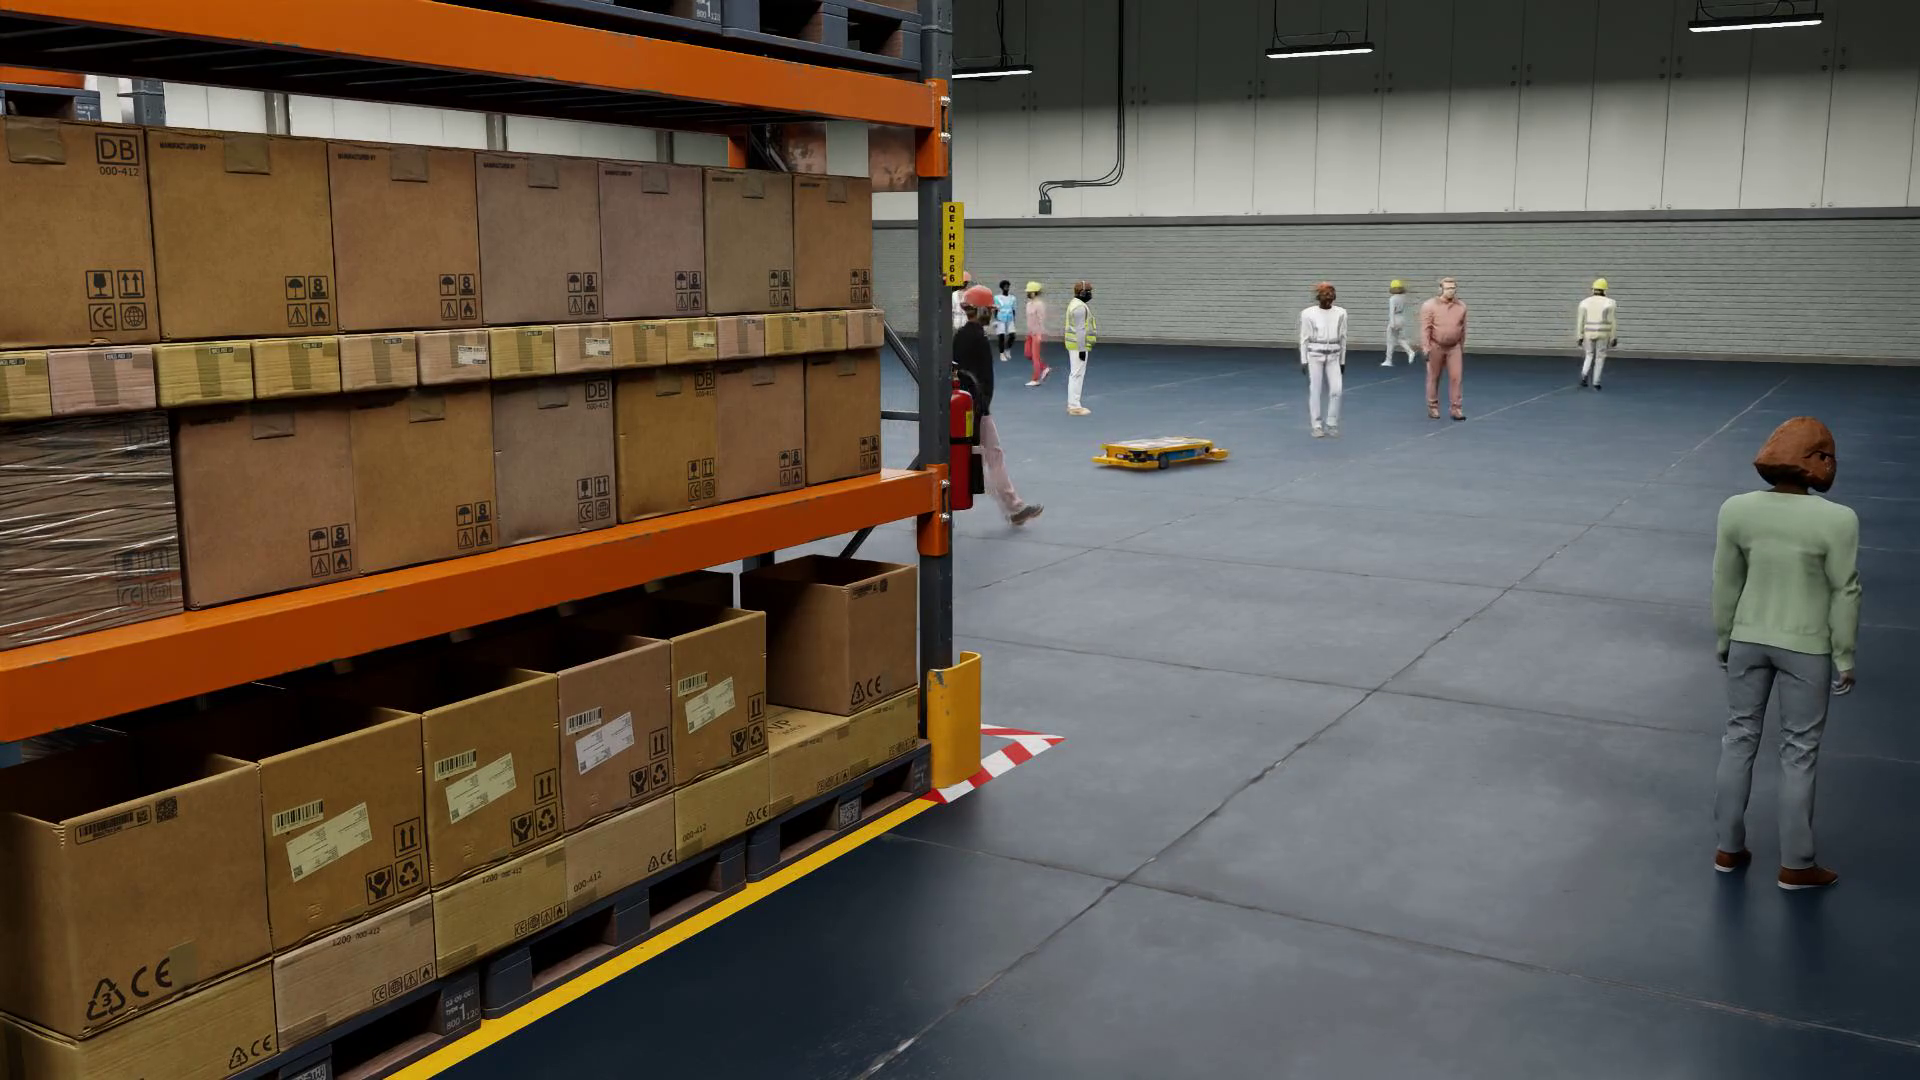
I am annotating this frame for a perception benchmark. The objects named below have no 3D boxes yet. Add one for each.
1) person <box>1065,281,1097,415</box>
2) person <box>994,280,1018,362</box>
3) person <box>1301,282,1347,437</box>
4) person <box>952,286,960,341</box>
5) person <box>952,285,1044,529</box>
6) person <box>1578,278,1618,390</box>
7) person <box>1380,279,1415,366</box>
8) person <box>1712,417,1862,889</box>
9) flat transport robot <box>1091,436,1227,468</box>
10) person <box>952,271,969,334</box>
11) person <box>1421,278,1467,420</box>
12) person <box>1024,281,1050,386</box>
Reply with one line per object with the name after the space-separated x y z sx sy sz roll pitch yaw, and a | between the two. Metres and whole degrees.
1.661 -2.634 22.896 0.430 1.836 0.629 0 10 0 | person
0.930 -4.516 34.330 0.538 1.684 0.369 -4 10 -21 | person
4.370 -2.146 19.907 0.591 1.869 0.544 -1 10 -4 | person
-0.058 -3.950 30.967 0.533 1.697 0.319 3 10 17 | person
0.130 -1.042 13.230 1.081 1.933 0.634 -4 11 -23 | person
10.383 -3.338 27.038 0.596 1.818 0.422 8 13 41 | person
8.675 -4.298 32.910 0.492 1.725 0.641 -7 12 -34 | person
2.853 0.386 5.769 0.279 1.633 0.499 -7 12 -36 | person
2.101 -0.928 17.446 1.431 0.197 0.652 -9 13 -42 | flat transport robot
0.035 -3.725 28.995 0.580 1.917 0.607 5 11 26 | person
6.462 -2.522 22.097 0.650 1.875 0.863 0 10 -3 | person
1.298 -3.466 27.969 0.484 1.758 0.528 -5 11 -26 | person
